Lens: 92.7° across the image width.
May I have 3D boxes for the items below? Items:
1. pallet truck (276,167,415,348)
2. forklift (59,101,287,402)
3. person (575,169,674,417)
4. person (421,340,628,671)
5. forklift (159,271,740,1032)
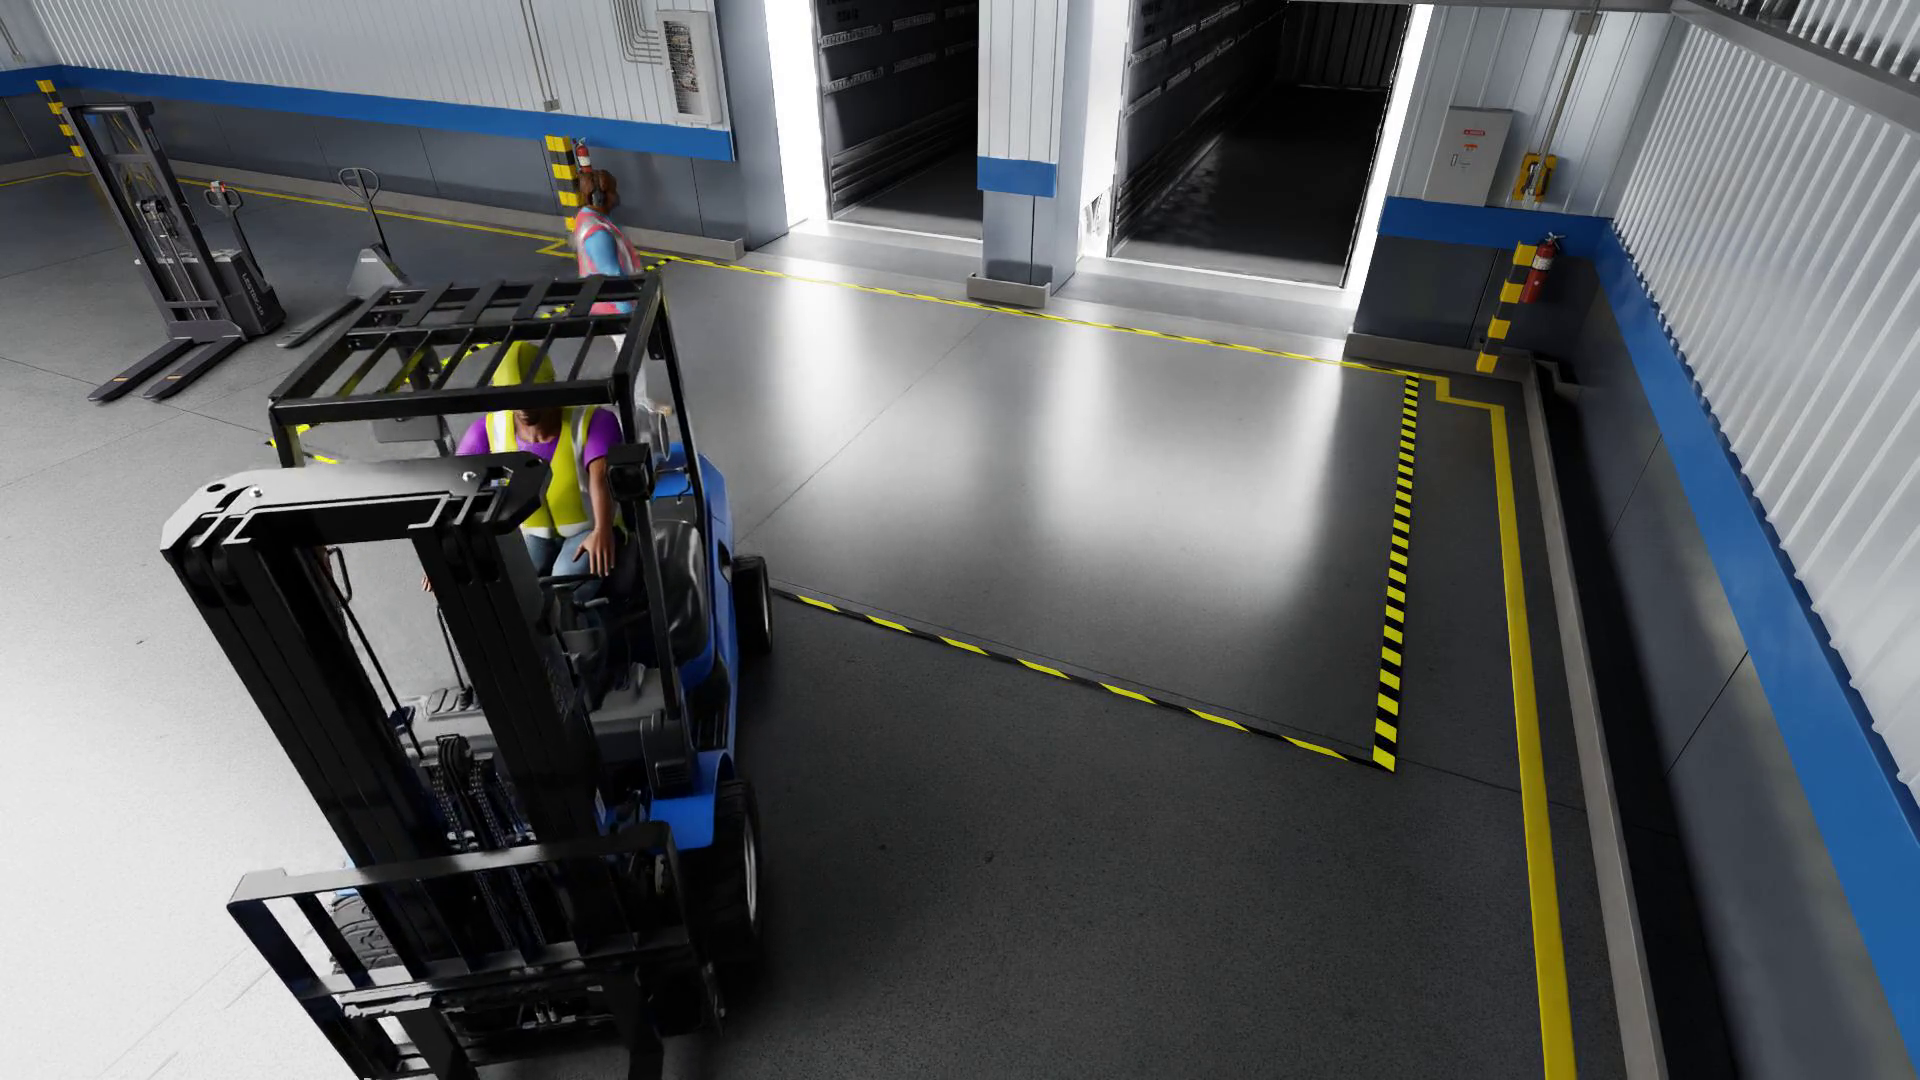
[{"bbox_3d":[-5.732,-2.611,8.414,0.680,1.201,1.601,-1,35,-1],"label":"pallet truck"},{"bbox_3d":[-6.686,-2.387,7.434,0.823,1.965,1.885,-3,35,-5],"label":"forklift"},{"bbox_3d":[-2.476,-1.712,6.614,0.483,1.827,0.638,-10,36,-14],"label":"person"},{"bbox_3d":[-1.541,0.028,3.343,0.635,1.294,1.002,-5,35,-7],"label":"person"},{"bbox_3d":[-1.543,0.146,3.501,1.157,2.036,2.680,-5,35,-7],"label":"forklift"}]
